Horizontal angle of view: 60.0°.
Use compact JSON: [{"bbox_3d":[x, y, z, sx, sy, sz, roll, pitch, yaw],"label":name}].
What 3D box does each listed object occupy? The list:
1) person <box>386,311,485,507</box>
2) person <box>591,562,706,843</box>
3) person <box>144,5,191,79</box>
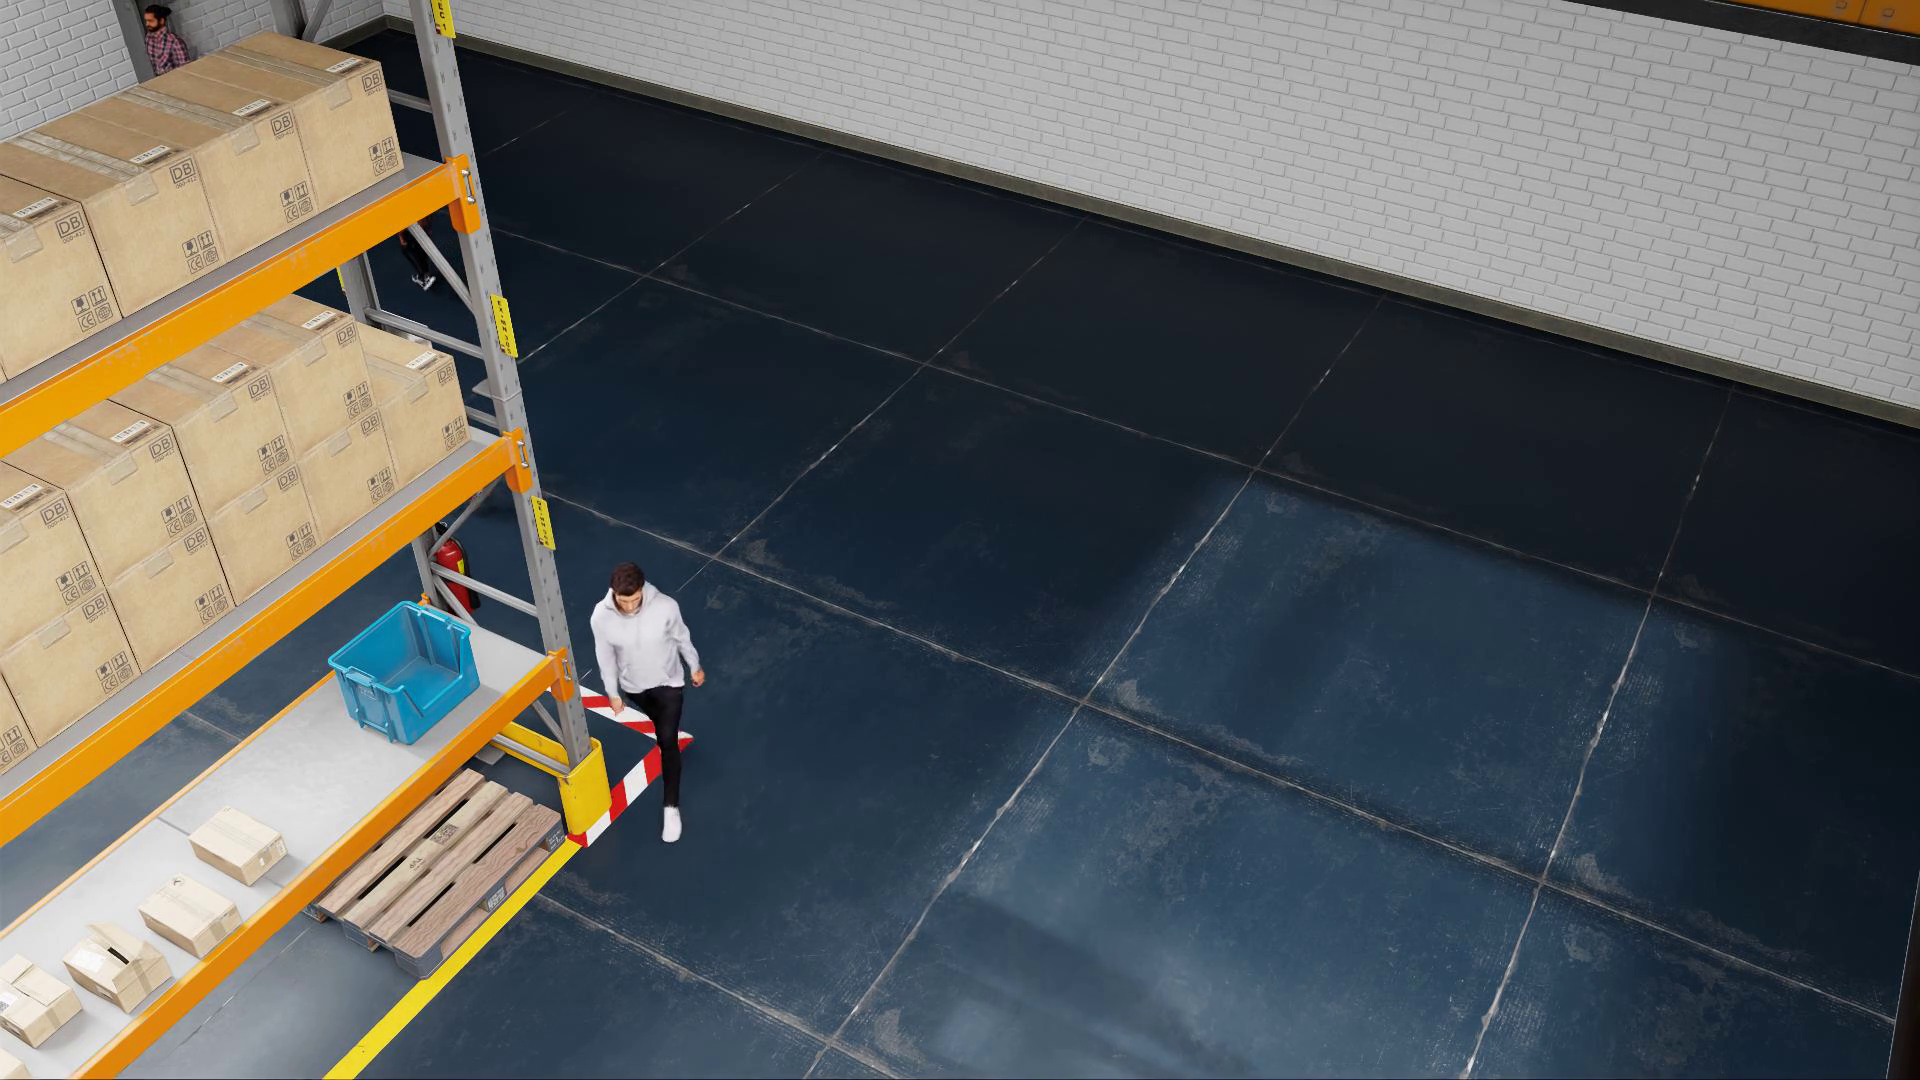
[{"bbox_3d":[-3.904,-0.895,12.001,0.748,1.684,1.105,16,41,19],"label":"person"},{"bbox_3d":[-1.835,0.786,9.838,1.209,1.757,1.393,-5,39,-6],"label":"person"},{"bbox_3d":[-7.619,-4.416,16.365,0.748,1.740,1.094,17,42,20],"label":"person"}]
